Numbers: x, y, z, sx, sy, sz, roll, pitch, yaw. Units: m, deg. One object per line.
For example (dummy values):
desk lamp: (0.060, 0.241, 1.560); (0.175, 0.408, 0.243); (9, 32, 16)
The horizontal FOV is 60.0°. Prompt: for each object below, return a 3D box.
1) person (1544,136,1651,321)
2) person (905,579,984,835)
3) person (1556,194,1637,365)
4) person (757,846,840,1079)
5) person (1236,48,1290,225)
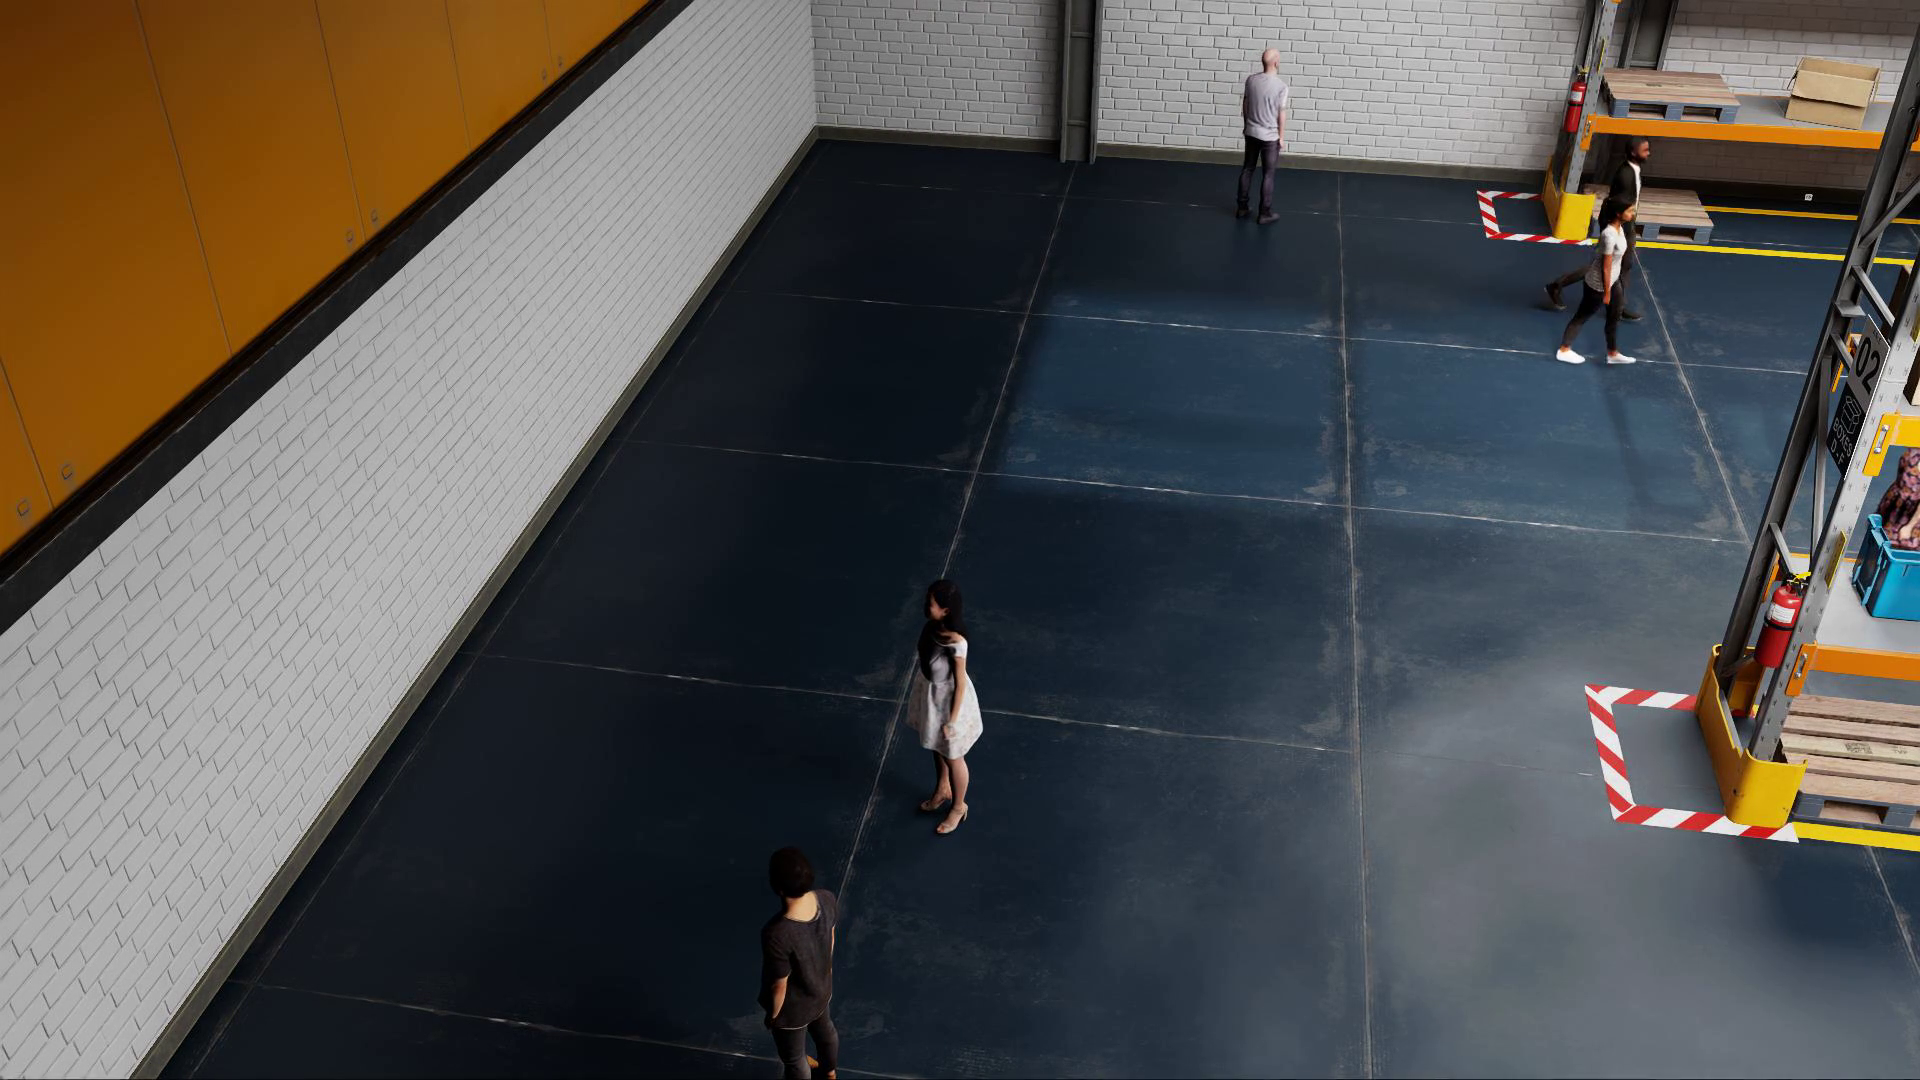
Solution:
person: (6.018, -2.891, 15.503); (1.244, 1.766, 0.938); (18, 37, 25)
person: (-0.094, 0.966, 9.692); (0.805, 1.774, 0.770); (-12, 36, -18)
person: (5.593, -2.293, 14.732); (0.983, 1.623, 0.784); (17, 37, 24)
person: (-0.765, 2.134, 7.986); (0.706, 1.719, 0.705); (22, 40, 30)
person: (3.178, -4.257, 17.500); (0.707, 1.831, 0.808); (27, 42, 34)
